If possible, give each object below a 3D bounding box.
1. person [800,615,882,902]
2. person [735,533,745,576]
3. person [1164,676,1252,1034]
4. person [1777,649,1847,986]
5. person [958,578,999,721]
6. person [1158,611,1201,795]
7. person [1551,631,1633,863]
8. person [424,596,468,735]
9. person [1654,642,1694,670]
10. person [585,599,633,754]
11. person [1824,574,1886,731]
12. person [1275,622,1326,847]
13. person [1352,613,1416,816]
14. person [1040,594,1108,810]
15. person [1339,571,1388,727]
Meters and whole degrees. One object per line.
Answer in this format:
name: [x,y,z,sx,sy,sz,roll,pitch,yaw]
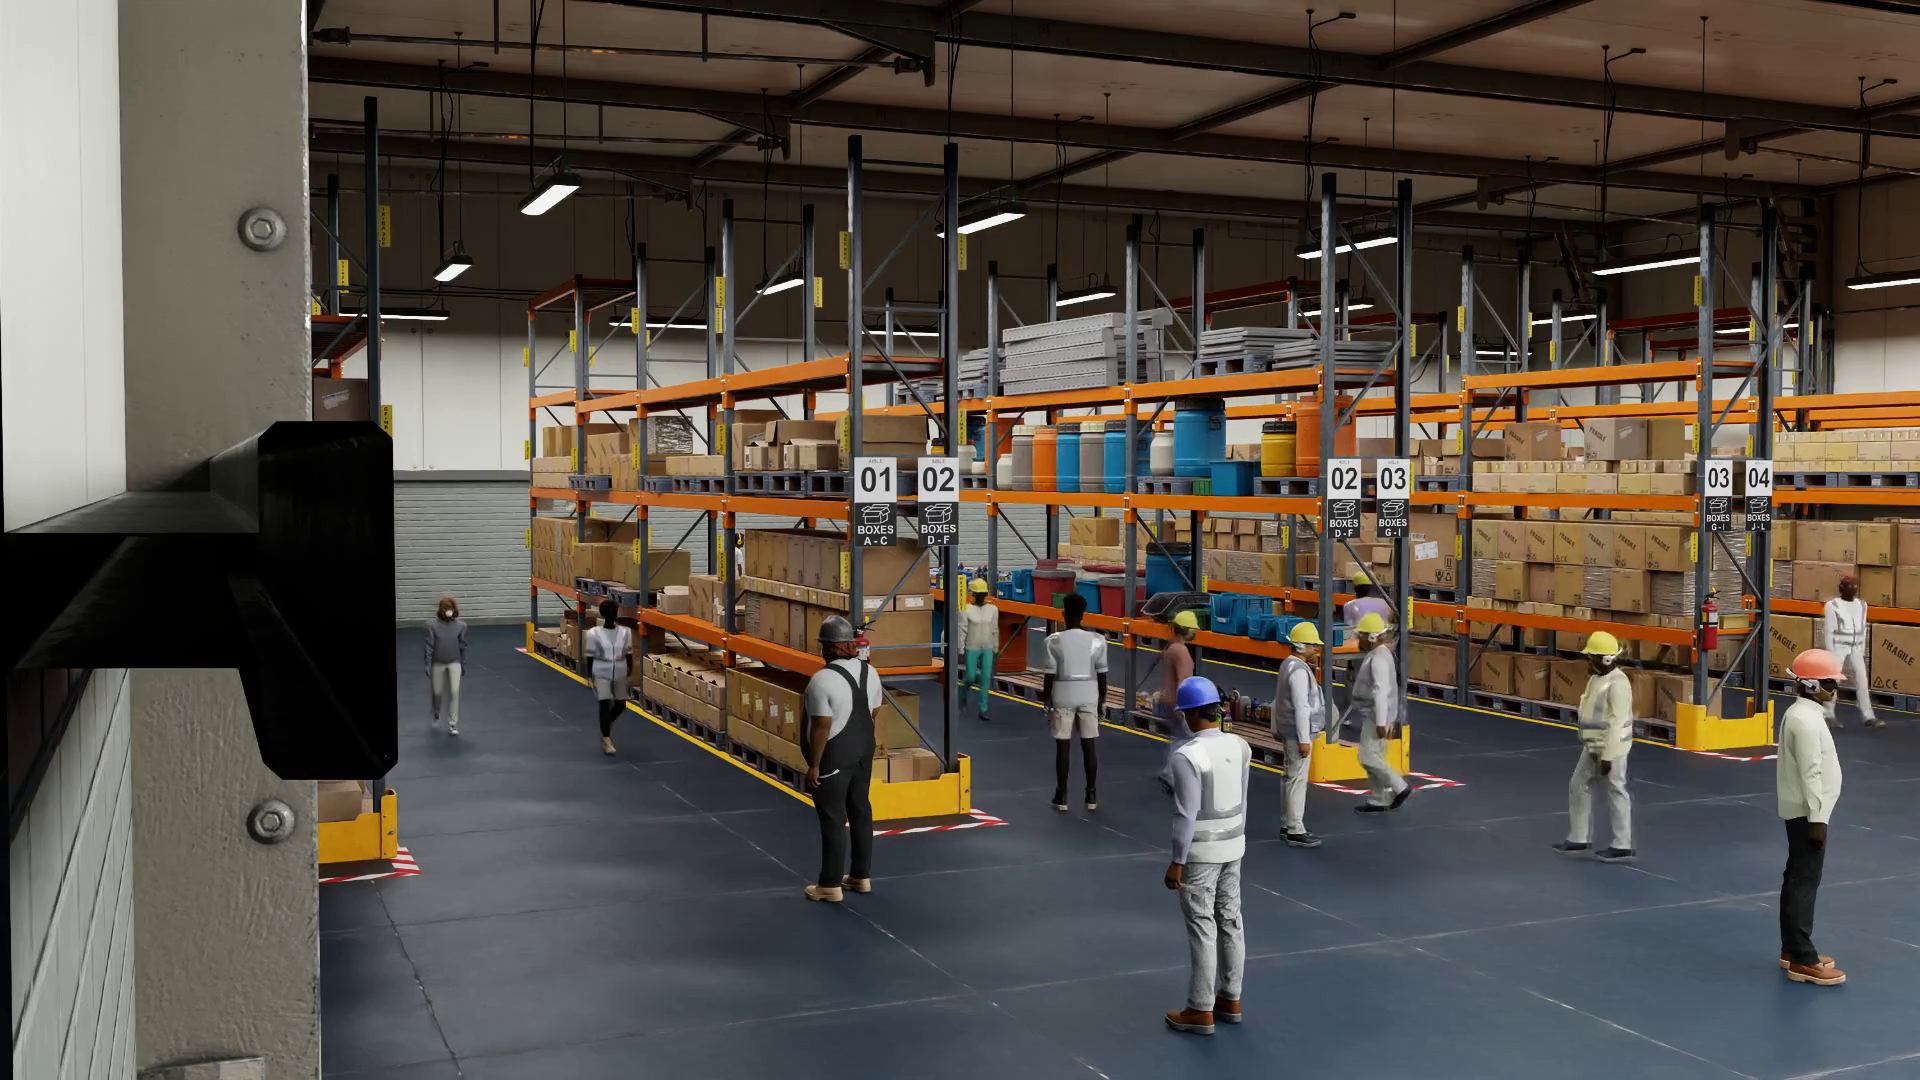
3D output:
person: [-0.910,1.577,12.964,0.536,2.000,0.673,2,3,38]
person: [-4.377,0.793,35.211,0.320,1.862,0.510,-1,2,-27]
person: [1.359,1.723,9.915,0.603,1.938,0.402,-2,3,-44]
person: [5.176,1.657,10.906,0.377,1.995,0.608,1,2,18]
person: [0.223,1.344,22.244,0.525,1.755,0.468,-1,2,-21]
person: [2.104,1.544,16.965,0.376,1.742,0.542,0,2,-6]
person: [4.961,1.624,14.081,0.716,1.808,0.627,0,2,1]
person: [-6.040,1.452,21.052,0.501,1.612,0.619,-1,2,-21]
person: [10.207,1.160,25.366,0.552,1.885,1.008,-1,2,-28]
person: [-3.865,1.477,19.636,0.542,1.684,0.590,-1,3,-30]
person: [10.544,1.338,21.185,0.604,1.842,0.925,0,2,-10]
person: [2.815,1.589,14.806,0.403,1.828,0.597,0,2,1]
person: [3.724,1.554,15.903,0.500,1.821,0.601,1,2,15]
person: [1.030,1.478,16.347,0.634,1.960,0.494,0,2,-8]
person: [4.762,1.314,21.260,0.598,1.886,0.937,0,2,-9]
